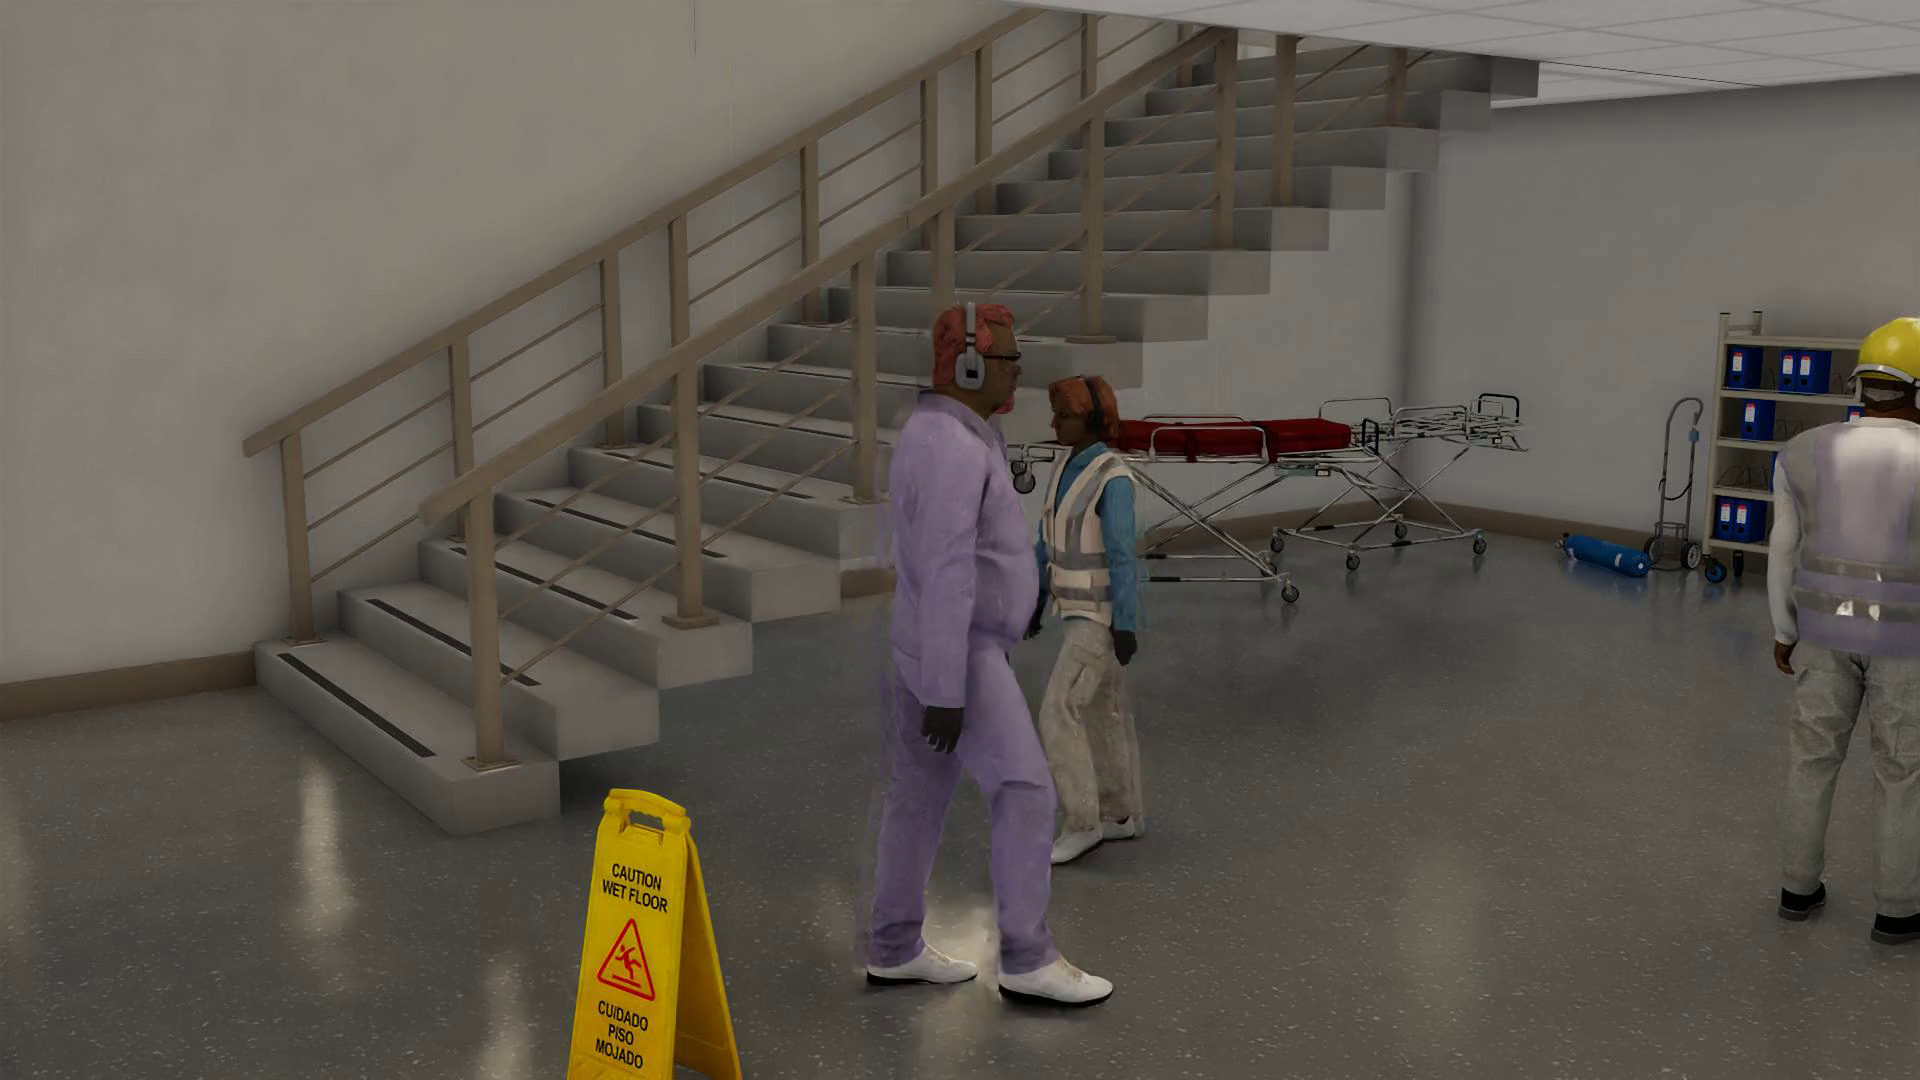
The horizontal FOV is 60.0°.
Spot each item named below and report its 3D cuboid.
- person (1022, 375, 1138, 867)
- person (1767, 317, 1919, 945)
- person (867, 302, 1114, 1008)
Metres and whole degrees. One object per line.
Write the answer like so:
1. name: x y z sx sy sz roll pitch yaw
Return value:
1. person: 0.378 0.265 5.546 0.552 1.621 0.522 -3 10 -15
2. person: 2.693 0.268 4.898 0.403 1.833 0.591 -9 14 -43
3. person: 0.102 0.317 4.459 0.794 1.879 0.666 -1 10 -5
